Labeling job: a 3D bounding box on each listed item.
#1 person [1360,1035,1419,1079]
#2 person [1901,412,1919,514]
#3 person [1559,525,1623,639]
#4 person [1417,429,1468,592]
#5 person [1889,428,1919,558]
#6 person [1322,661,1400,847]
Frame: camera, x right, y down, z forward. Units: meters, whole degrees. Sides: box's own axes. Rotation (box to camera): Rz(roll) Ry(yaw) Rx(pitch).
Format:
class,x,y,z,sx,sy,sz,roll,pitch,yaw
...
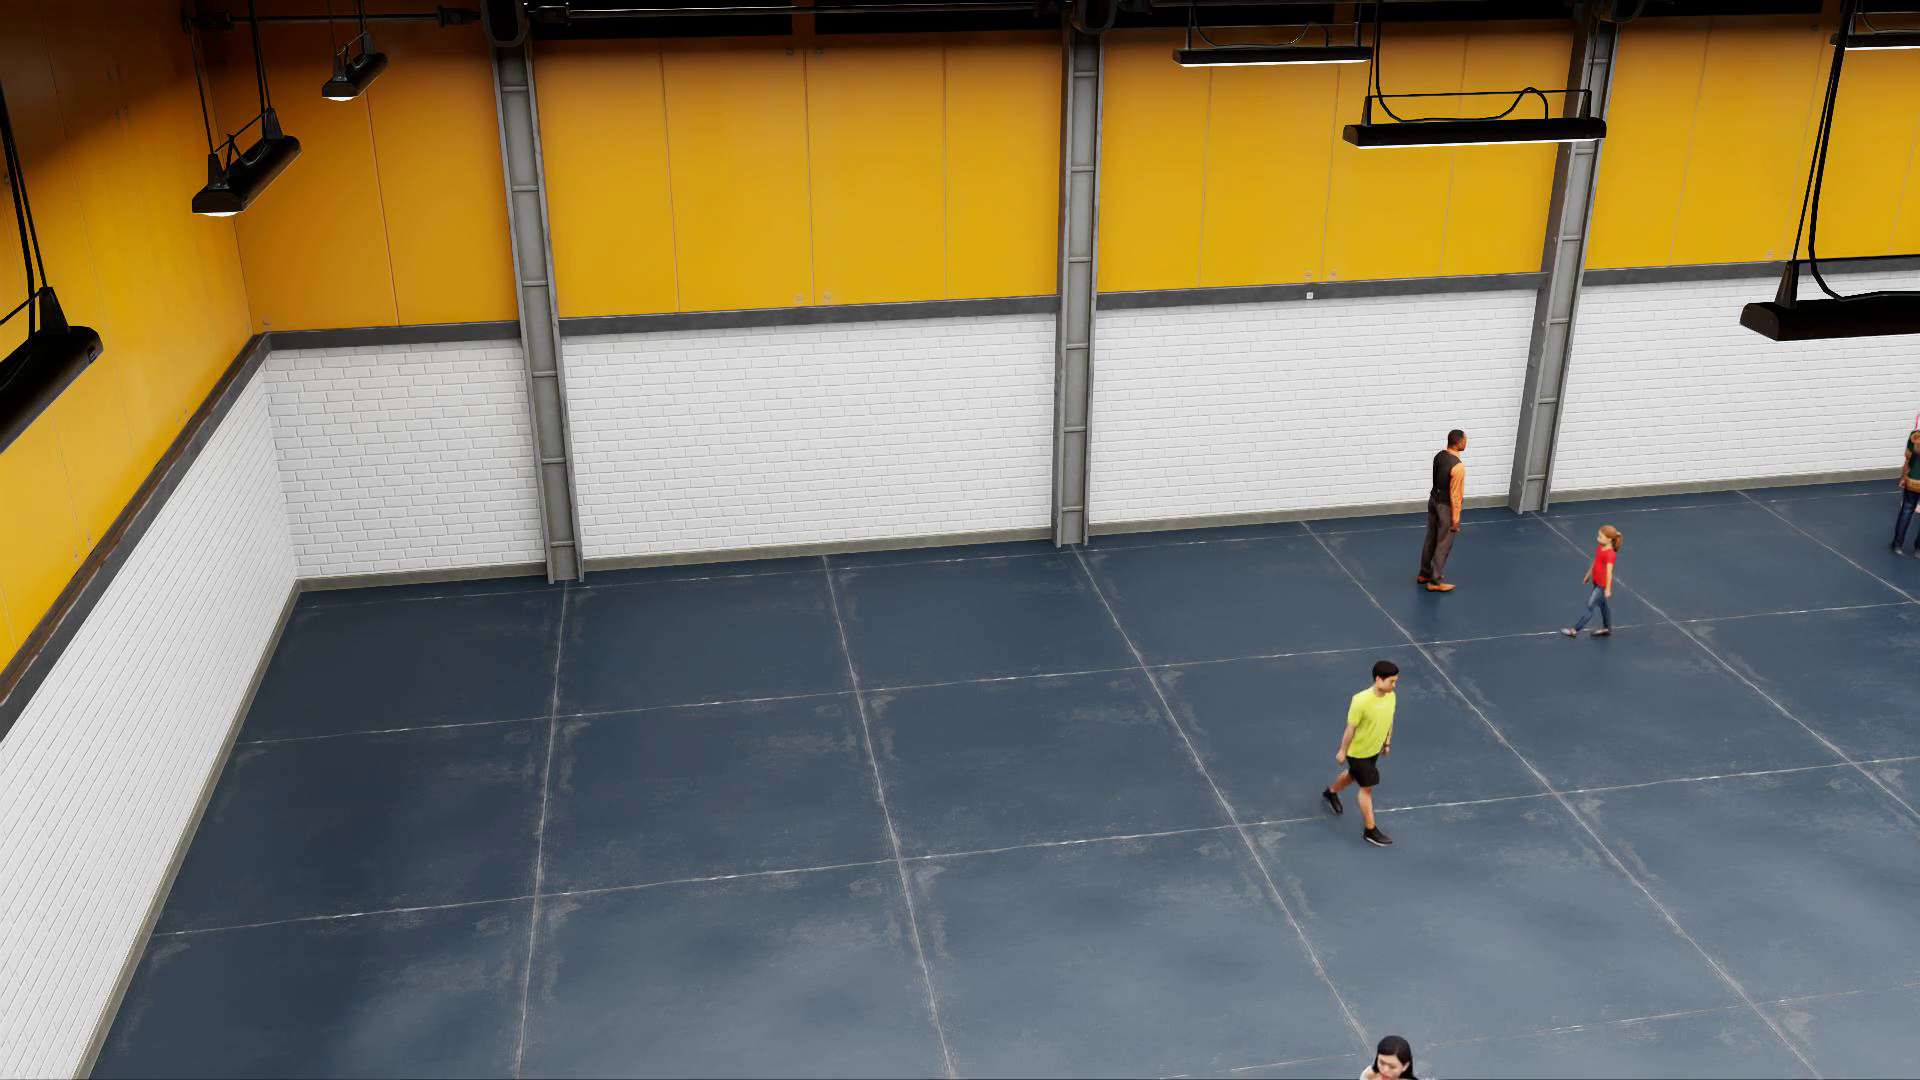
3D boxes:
class,x,y,z,sx,sy,sz,roll,pitch,yaw
person,2.545,3.631,9.852,1.169,1.719,1.162,13,27,27
person,12.157,-1.144,20.911,0.621,1.612,0.648,-13,27,-28
person,6.869,0.463,17.640,0.856,1.286,0.608,1,24,1
person,5.441,-0.350,18.723,0.615,1.909,0.693,-6,24,-13
person,11.398,-0.699,19.659,0.807,1.799,0.874,14,27,30
person,3.399,1.740,14.255,1.140,1.658,1.044,-16,28,-32
